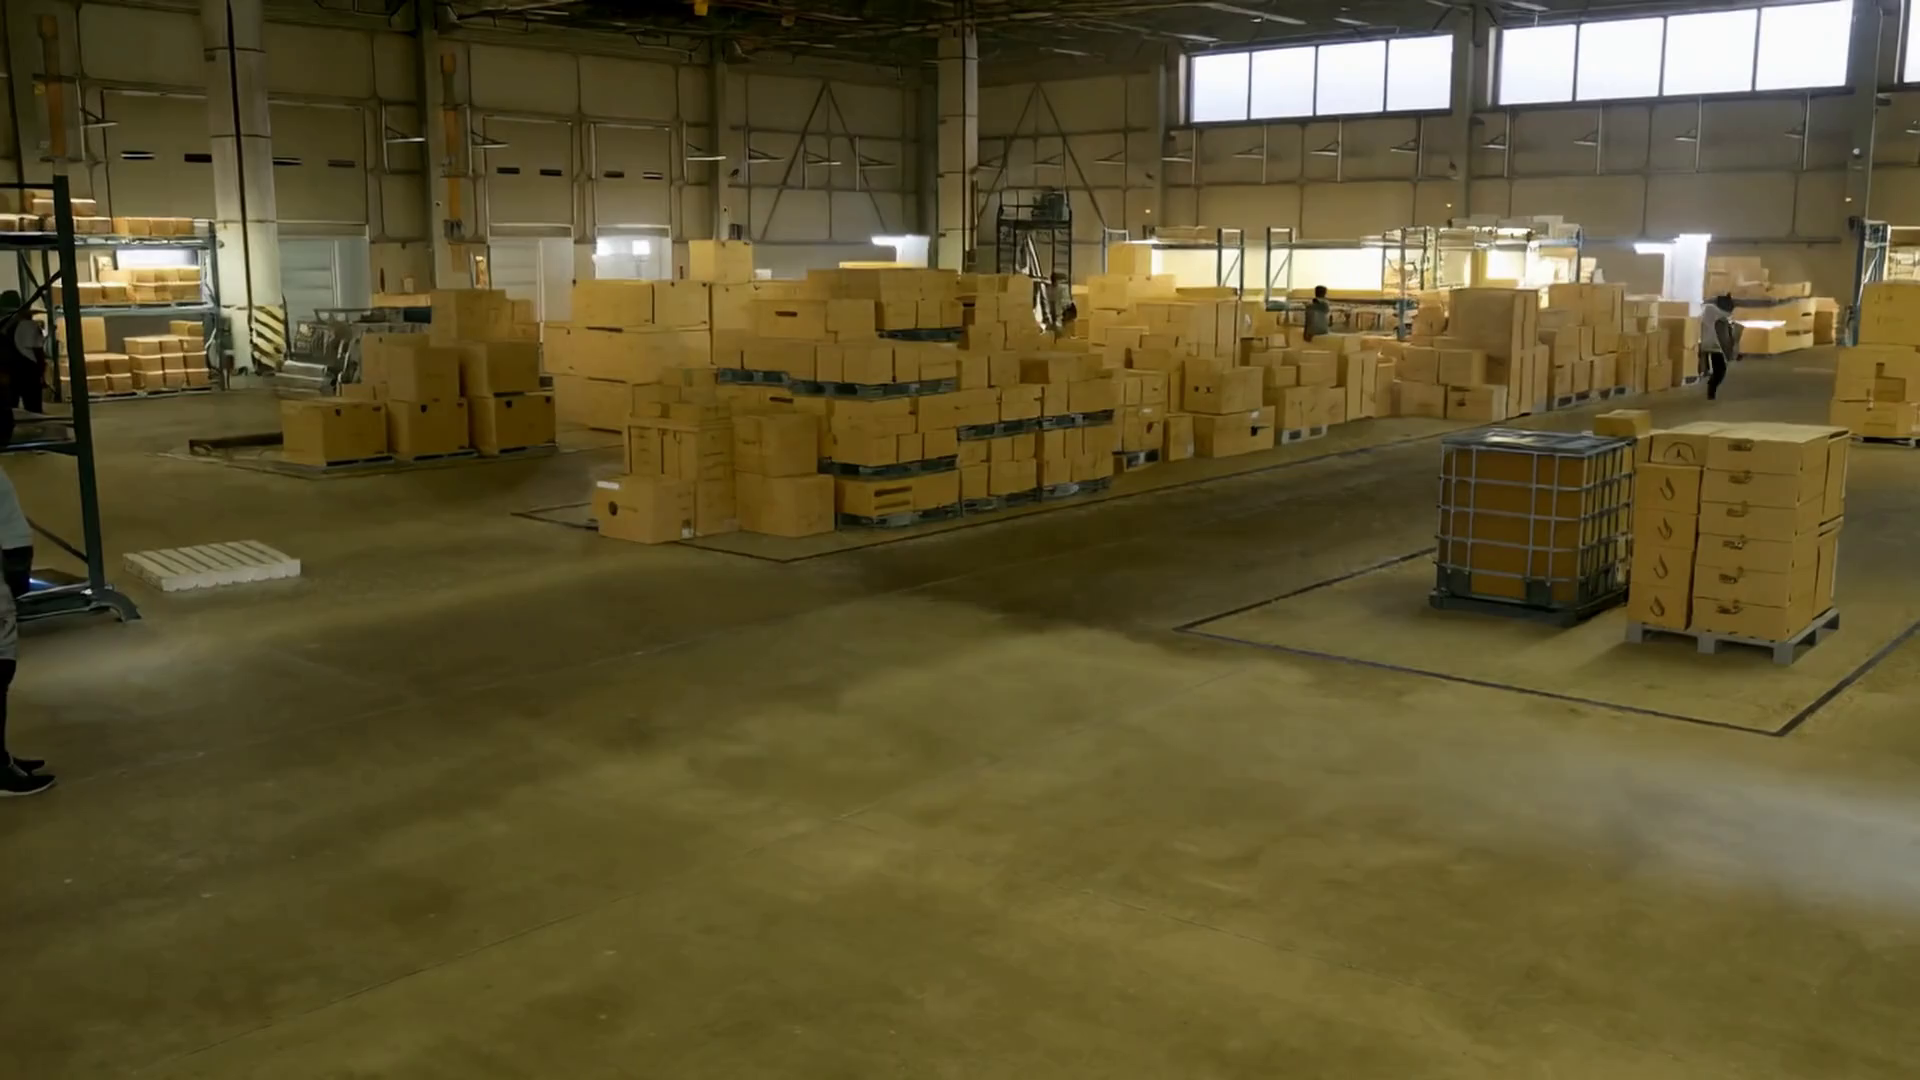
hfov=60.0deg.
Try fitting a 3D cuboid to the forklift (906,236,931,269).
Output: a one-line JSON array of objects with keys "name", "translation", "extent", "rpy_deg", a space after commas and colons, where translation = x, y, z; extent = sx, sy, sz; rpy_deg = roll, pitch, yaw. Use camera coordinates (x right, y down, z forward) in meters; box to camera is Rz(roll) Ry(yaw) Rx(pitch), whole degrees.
[{"name": "forklift", "translation": [-0.984, -5.764, 39.211], "extent": [1.873, 2.768, 1.129], "rpy_deg": [2, 10, 14]}]

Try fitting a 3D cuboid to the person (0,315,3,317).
[{"name": "person", "translation": [-18.206, -3.929, 31.484], "extent": [0.384, 1.924, 0.605], "rpy_deg": [-3, 11, -19]}]

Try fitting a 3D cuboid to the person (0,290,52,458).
[{"name": "person", "translation": [-11.497, -2.024, 20.307], "extent": [0.688, 2.000, 0.539], "rpy_deg": [-2, 10, -13]}]

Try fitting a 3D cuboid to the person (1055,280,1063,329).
[{"name": "person", "translation": [2.731, -6.466, 46.563], "extent": [0.318, 1.698, 0.539], "rpy_deg": [-1, 10, -3]}]

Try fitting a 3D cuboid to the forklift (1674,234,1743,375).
[{"name": "forklift", "translation": [14.524, -4.692, 33.105], "extent": [1.873, 2.768, 1.129], "rpy_deg": [8, 13, 40]}]

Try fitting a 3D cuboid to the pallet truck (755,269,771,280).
[{"name": "pallet truck", "translation": [-4.996, -6.432, 45.525], "extent": [1.885, 1.965, 0.823], "rpy_deg": [-6, 12, -32]}]

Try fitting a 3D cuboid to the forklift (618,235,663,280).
[{"name": "forklift", "translation": [-6.839, -5.178, 35.876], "extent": [1.129, 2.768, 1.873], "rpy_deg": [4, 11, 23]}]

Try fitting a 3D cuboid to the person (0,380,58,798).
[{"name": "person", "translation": [-4.513, 0.215, 7.769], "extent": [0.364, 1.964, 0.612], "rpy_deg": [-7, 12, -34]}]

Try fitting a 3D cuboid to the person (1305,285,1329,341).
[{"name": "person", "translation": [6.076, -3.379, 28.363], "extent": [0.387, 1.931, 0.623], "rpy_deg": [8, 12, 37]}]

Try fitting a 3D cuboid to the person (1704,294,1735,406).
[{"name": "person", "translation": [12.372, -3.099, 27.129], "extent": [0.433, 1.806, 0.711], "rpy_deg": [1, 10, 8]}]
